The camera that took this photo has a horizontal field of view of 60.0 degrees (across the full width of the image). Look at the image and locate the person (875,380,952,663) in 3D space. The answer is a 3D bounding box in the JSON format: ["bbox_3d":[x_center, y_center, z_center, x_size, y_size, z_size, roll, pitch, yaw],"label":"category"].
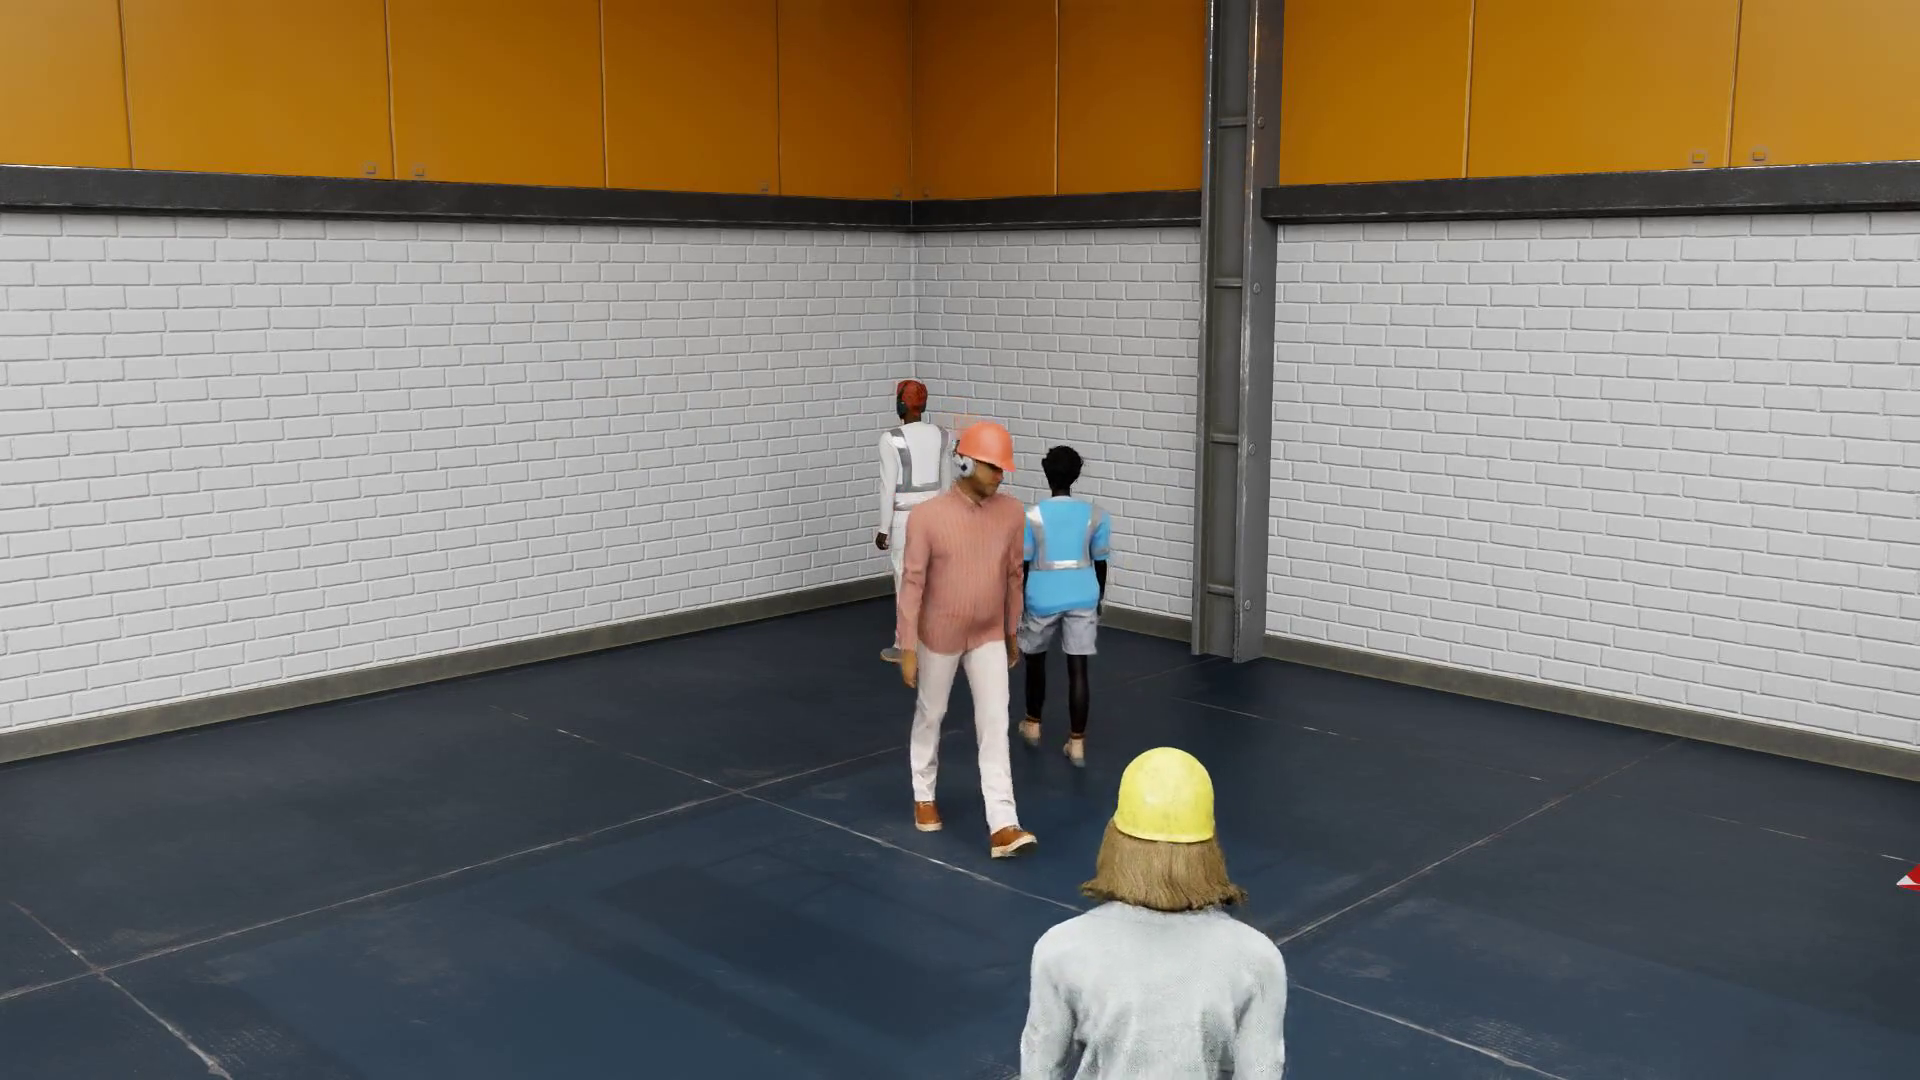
[{"bbox_3d":[-0.312,-0.120,11.025,0.575,1.885,0.355,-8,12,-39],"label":"person"}]

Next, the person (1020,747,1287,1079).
[{"bbox_3d":[0.361,1.232,3.301,0.493,1.703,0.877,-1,9,-4],"label":"person"}]

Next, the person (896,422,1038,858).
[{"bbox_3d":[0.037,0.444,7.426,0.669,1.919,1.041,-3,10,-20],"label":"person"}]

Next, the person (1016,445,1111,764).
[{"bbox_3d":[0.529,0.324,8.956,0.553,1.662,0.747,-2,9,-10],"label":"person"}]
